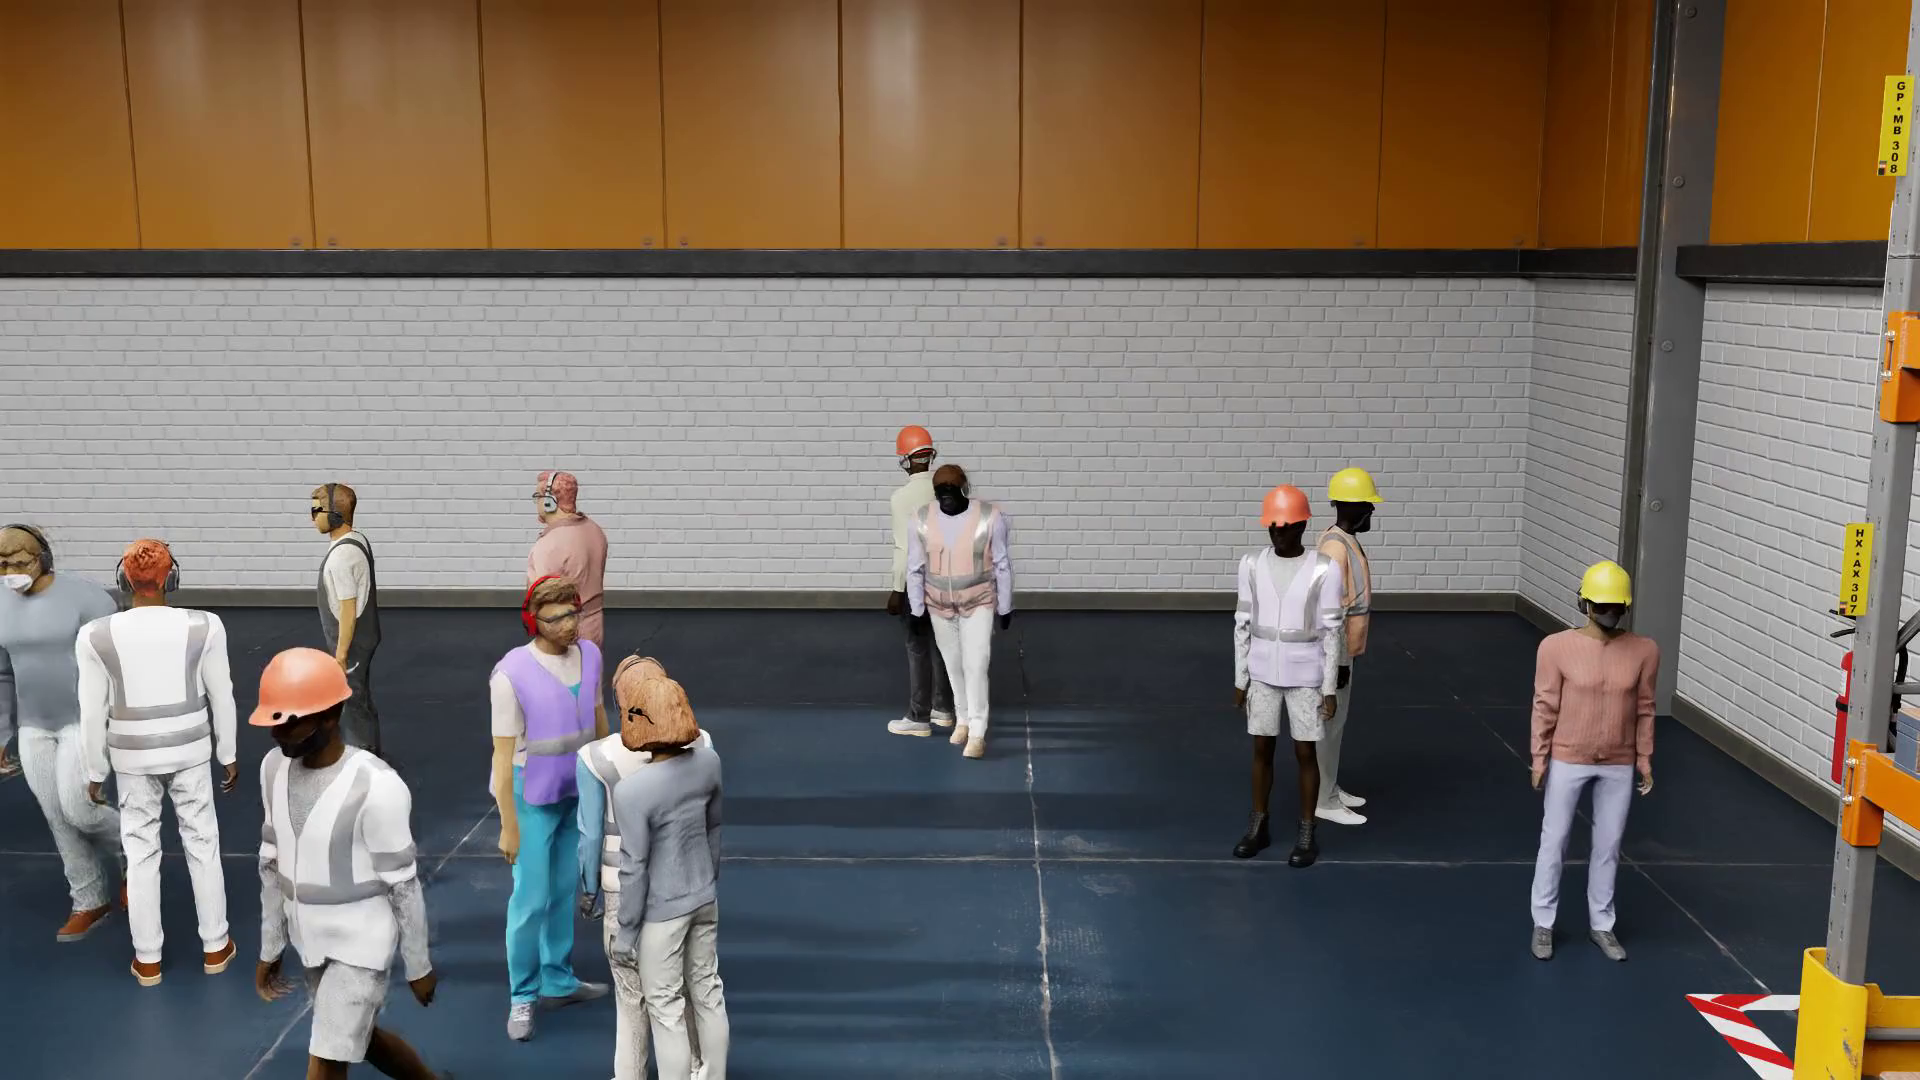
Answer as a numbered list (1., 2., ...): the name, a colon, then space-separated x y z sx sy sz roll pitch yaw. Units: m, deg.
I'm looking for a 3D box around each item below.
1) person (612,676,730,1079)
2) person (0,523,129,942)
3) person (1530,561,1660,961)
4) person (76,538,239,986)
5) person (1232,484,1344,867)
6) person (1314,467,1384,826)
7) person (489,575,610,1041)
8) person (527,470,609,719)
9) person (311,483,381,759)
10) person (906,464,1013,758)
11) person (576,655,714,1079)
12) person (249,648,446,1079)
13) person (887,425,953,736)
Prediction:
1. person: -0.995 1.268 5.693 0.286 1.634 0.500 6 11 32
2. person: -3.996 0.842 7.424 0.667 1.907 0.508 1 10 6
3. person: 2.729 0.957 7.168 0.533 1.765 0.330 0 9 3
4. person: -3.349 0.927 6.990 0.585 1.882 0.340 -5 11 -26
5. person: 1.626 0.675 8.346 0.551 1.935 0.364 5 11 28
6. person: 2.081 0.563 9.039 0.369 1.928 0.585 2 10 14
7. person: -1.603 1.025 6.590 0.417 1.831 0.715 4 10 23
8. person: -2.158 0.566 9.093 0.401 1.907 0.649 2 10 14
9. person: -3.340 0.601 9.065 0.344 1.844 0.507 -2 10 -12
10. person: -0.016 0.425 10.257 0.648 1.804 0.743 3 10 17
11. person: -1.107 1.223 5.944 0.515 1.642 0.314 -4 10 -24
12. person: -1.866 1.224 5.204 0.546 1.902 0.914 6 11 31
13. person: -0.257 0.260 10.662 0.391 1.991 0.612 7 12 35
